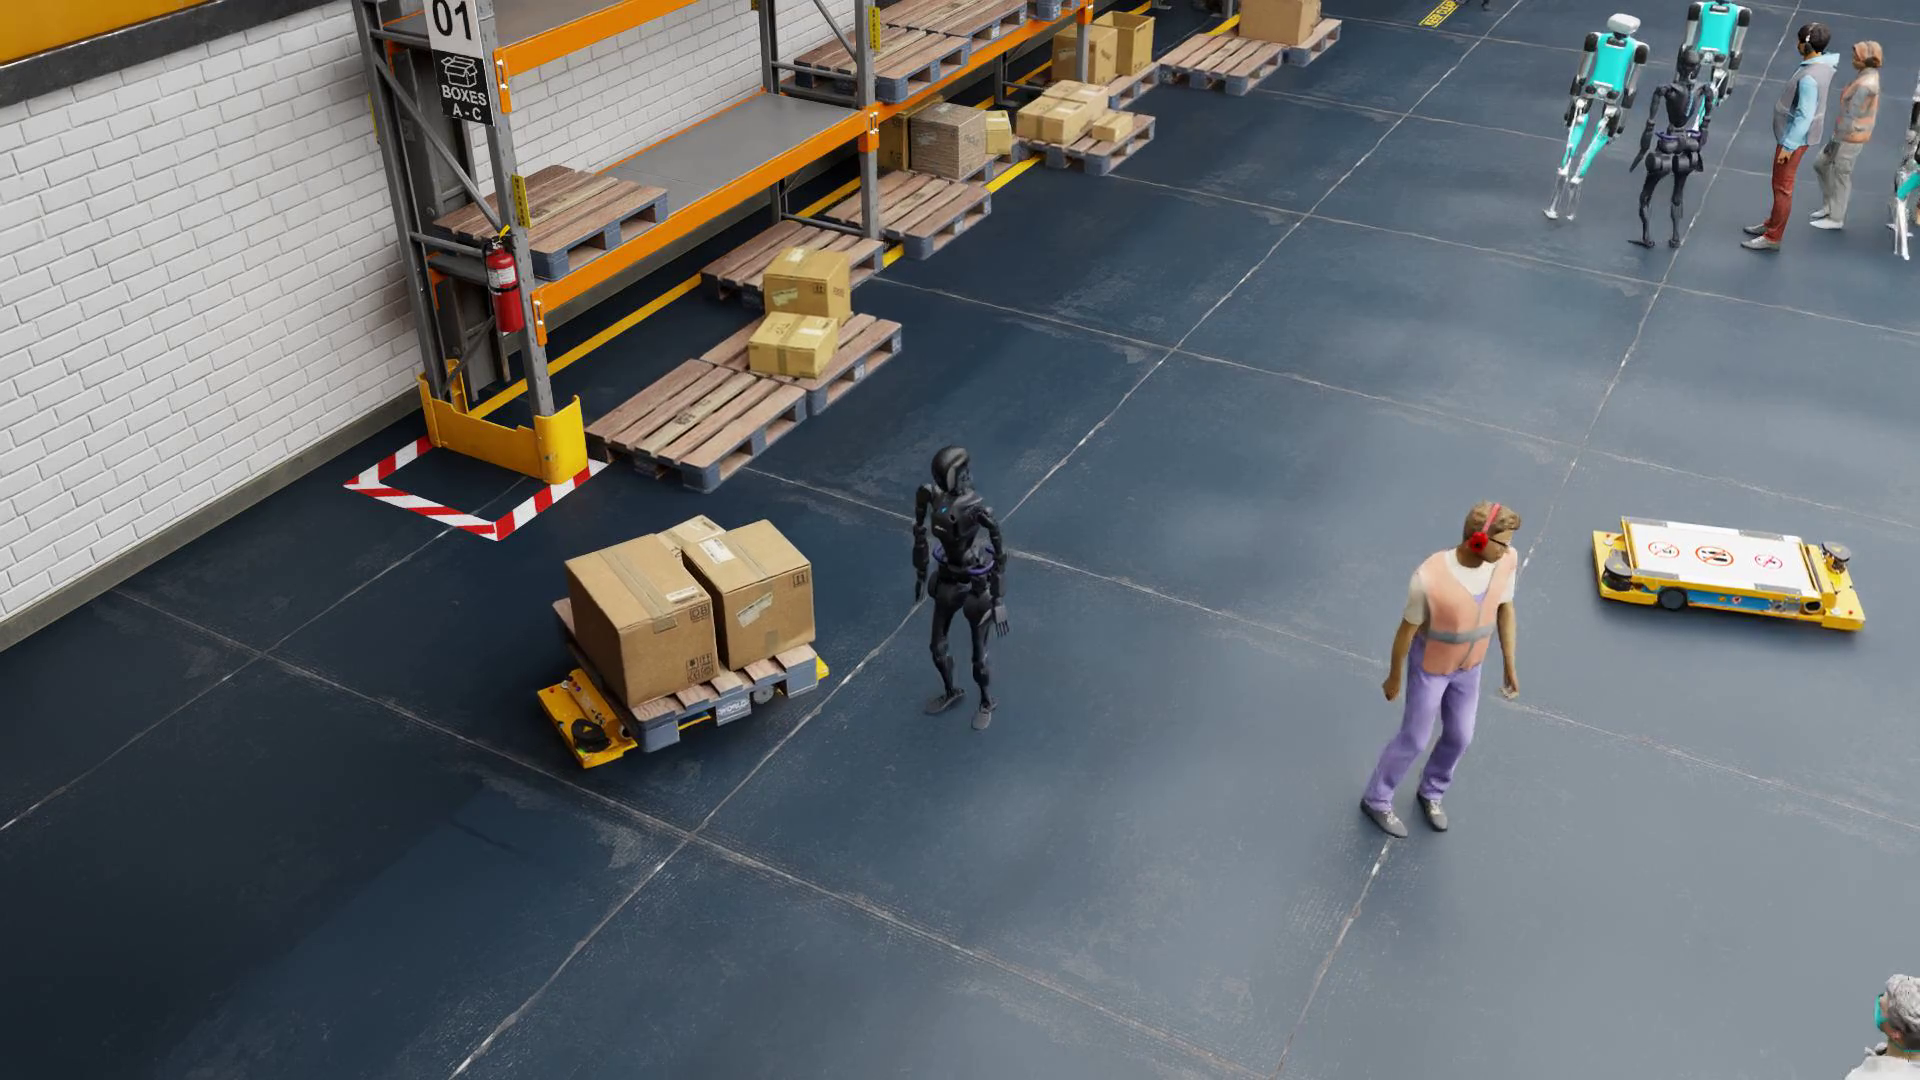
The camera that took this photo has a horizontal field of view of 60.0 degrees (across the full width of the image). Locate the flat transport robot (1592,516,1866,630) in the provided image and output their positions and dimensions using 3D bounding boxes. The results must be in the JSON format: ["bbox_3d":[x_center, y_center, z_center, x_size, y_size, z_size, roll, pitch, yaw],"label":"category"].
[{"bbox_3d":[4.533,0.190,9.860,1.431,0.231,0.659,7,34,11],"label":"flat transport robot"}]

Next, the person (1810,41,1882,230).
[{"bbox_3d":[7.511,-3.419,14.087,0.391,1.619,0.533,14,36,20],"label":"person"}]

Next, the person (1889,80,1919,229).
[{"bbox_3d":[8.330,-3.508,14.199,0.544,1.670,0.618,6,34,9],"label":"person"}]

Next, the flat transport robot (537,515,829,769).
[{"bbox_3d":[-1.498,0.747,9.018,1.431,0.231,0.659,-20,38,-27],"label":"flat transport robot"}]

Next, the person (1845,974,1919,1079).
[{"bbox_3d":[3.066,2.134,5.606,0.478,1.726,0.789,-14,36,-20],"label":"person"}]

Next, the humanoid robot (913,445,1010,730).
[{"bbox_3d":[0.012,0.233,8.520,0.612,1.658,0.307,22,39,30],"label":"humanoid robot"}]

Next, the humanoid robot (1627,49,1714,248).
[{"bbox_3d":[5.882,-3.204,13.721,0.616,1.640,0.382,-4,34,-7],"label":"humanoid robot"}]

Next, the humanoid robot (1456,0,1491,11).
[{"bbox_3d":[6.292,-7.101,19.627,0.624,1.640,0.397,15,36,21],"label":"humanoid robot"}]

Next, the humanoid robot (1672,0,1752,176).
[{"bbox_3d":[6.665,-4.079,14.994,0.547,1.729,1.029,19,38,26],"label":"humanoid robot"}]

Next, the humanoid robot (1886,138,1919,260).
[{"bbox_3d":[8.001,-3.252,13.763,0.530,1.796,0.829,-8,34,-12],"label":"humanoid robot"}]

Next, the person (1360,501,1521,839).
[{"bbox_3d":[2.312,0.612,7.827,0.584,1.810,0.528,-15,36,-22],"label":"person"}]

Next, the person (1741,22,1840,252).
[{"bbox_3d":[6.863,-3.303,13.686,0.410,1.875,0.541,15,36,22],"label":"person"}]

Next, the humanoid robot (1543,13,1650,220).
[{"bbox_3d":[5.346,-3.476,14.123,0.560,1.828,0.768,20,39,28],"label":"humanoid robot"}]
